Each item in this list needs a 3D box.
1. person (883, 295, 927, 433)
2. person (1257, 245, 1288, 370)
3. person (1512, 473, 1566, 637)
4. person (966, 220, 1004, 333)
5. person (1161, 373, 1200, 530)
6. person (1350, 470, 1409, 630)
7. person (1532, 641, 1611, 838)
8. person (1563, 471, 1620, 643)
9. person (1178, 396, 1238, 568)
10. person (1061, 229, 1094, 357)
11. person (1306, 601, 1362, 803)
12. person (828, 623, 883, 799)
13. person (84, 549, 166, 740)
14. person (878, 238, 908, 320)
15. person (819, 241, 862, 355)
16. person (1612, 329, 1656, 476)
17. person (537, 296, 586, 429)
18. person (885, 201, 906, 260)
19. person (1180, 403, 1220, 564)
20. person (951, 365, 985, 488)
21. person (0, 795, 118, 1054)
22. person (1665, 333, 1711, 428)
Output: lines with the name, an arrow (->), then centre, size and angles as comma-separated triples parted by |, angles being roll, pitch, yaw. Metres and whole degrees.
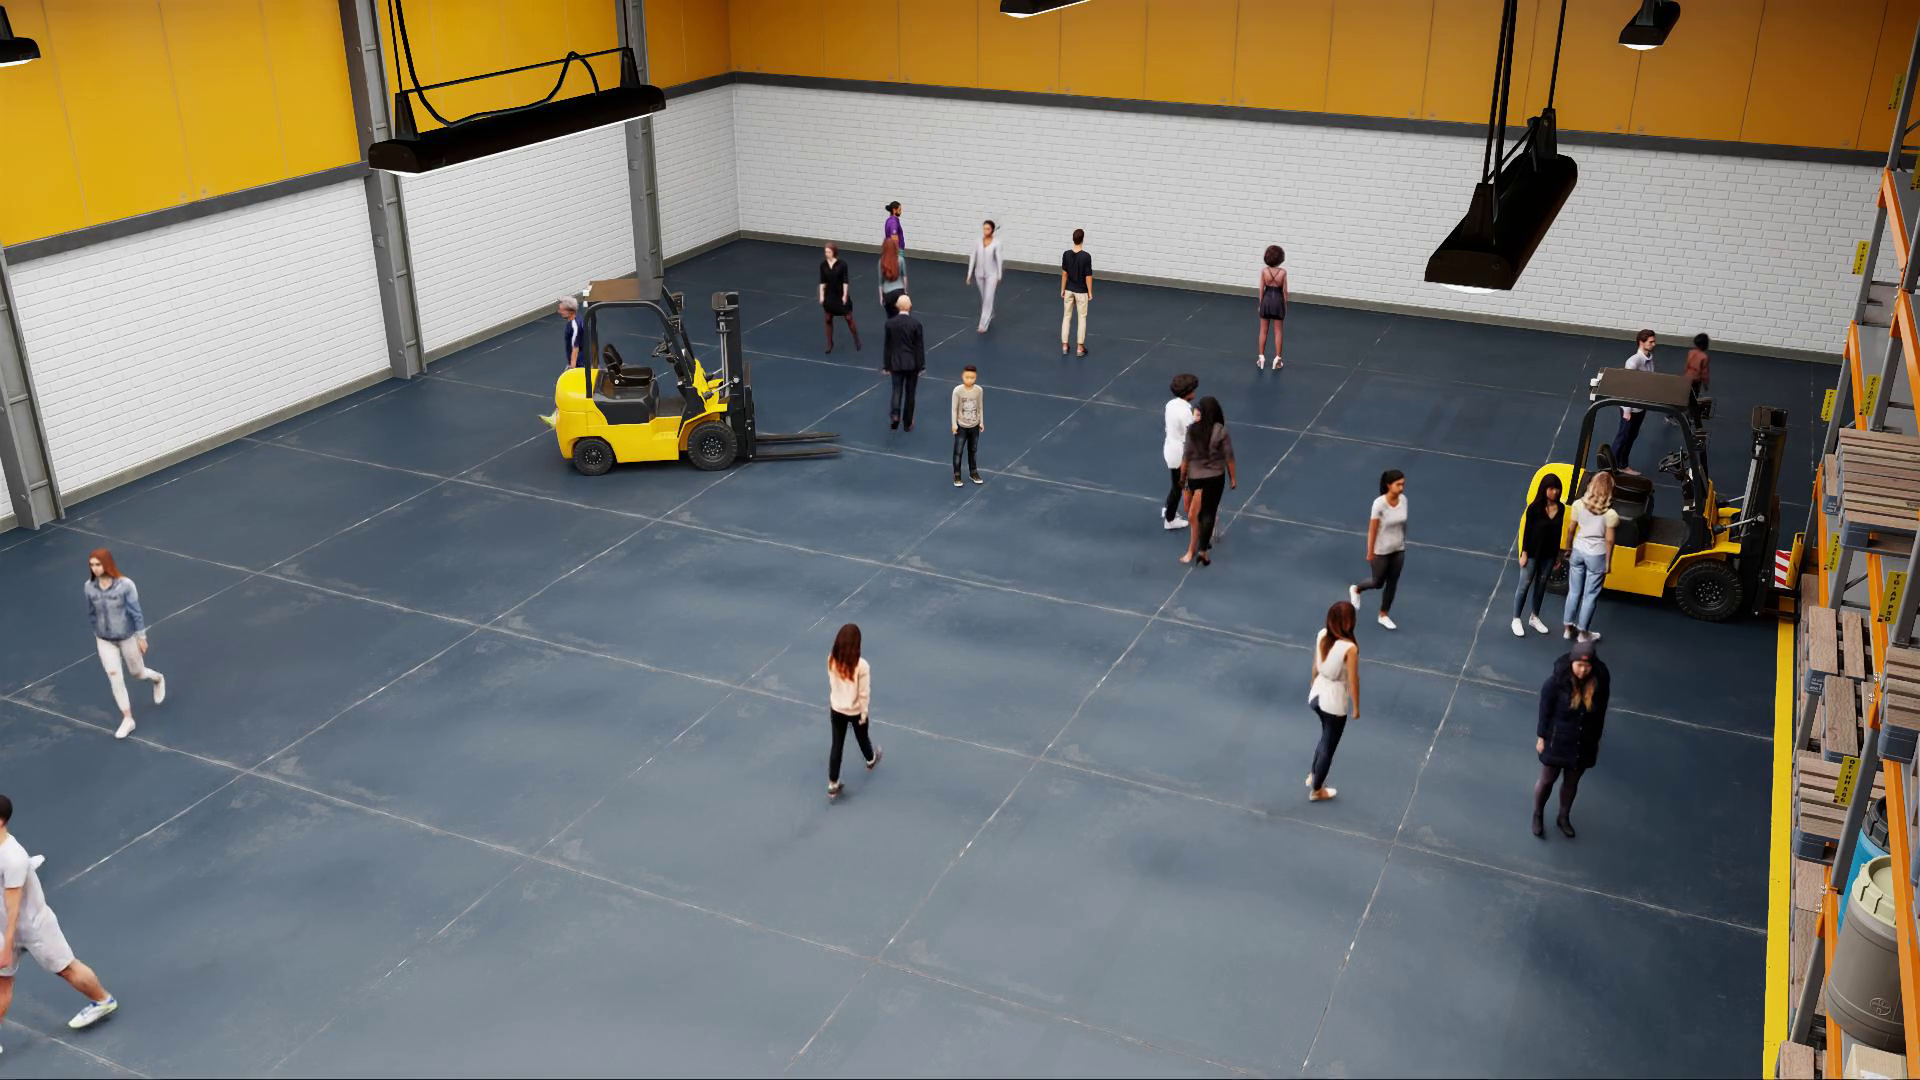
person -> -0.728, -2.210, 21.258 | 0.790, 1.786, 0.859 | 4, 24, 9
person -> 4.471, -3.326, 23.810 | 0.597, 1.787, 0.592 | 7, 25, 16
person -> 5.607, 0.120, 16.102 | 0.656, 1.646, 0.691 | -5, 24, -11
person -> 0.438, -4.090, 25.682 | 0.638, 1.688, 1.146 | 11, 26, 23
person -> 2.348, -0.959, 18.382 | 0.811, 1.799, 0.733 | -6, 24, -12
person -> 4.114, 0.063, 16.254 | 0.853, 1.628, 0.887 | -12, 26, -25
person -> 4.702, 1.528, 12.847 | 0.765, 1.674, 0.770 | 1, 24, 3
person -> 6.020, 0.168, 15.897 | 0.658, 1.724, 0.697 | -20, 31, -38
person -> 2.538, -0.577, 17.503 | 0.750, 1.802, 0.783 | 14, 27, 29
person -> 1.716, -3.648, 24.467 | 0.637, 1.851, 0.549 | 12, 26, 25
person -> 2.874, 1.312, 13.214 | 0.758, 1.775, 0.719 | -12, 26, -26
person -> -0.944, 1.398, 13.434 | 0.563, 1.442, 0.962 | 10, 26, 23
person -> -7.252, 0.831, 14.431 | 0.900, 1.683, 1.099 | -1, 24, -1
person -> -0.961, -3.508, 24.364 | 0.992, 1.676, 1.260 | -2, 24, -4
person -> -1.838, -3.574, 24.495 | 0.782, 1.693, 0.741 | 7, 24, 15
person -> 8.049, -1.628, 19.846 | 0.807, 1.851, 0.626 | 21, 31, 39
person -> -4.792, -2.234, 21.319 | 1.186, 1.783, 1.145 | -7, 25, -16
person -> -1.054, -4.550, 26.633 | 0.774, 1.768, 0.689 | -5, 24, -11
person -> 2.588, -0.655, 17.765 | 0.802, 1.735, 1.076 | 21, 31, 39
person -> 0.084, -1.381, 19.762 | 0.629, 1.465, 0.692 | -9, 25, -19
person -> -5.875, 2.430, 10.626 | 0.915, 1.800, 1.280 | 20, 30, 37
person -> 9.485, -2.063, 21.610 | 0.932, 1.235, 0.901 | -7, 24, -15
